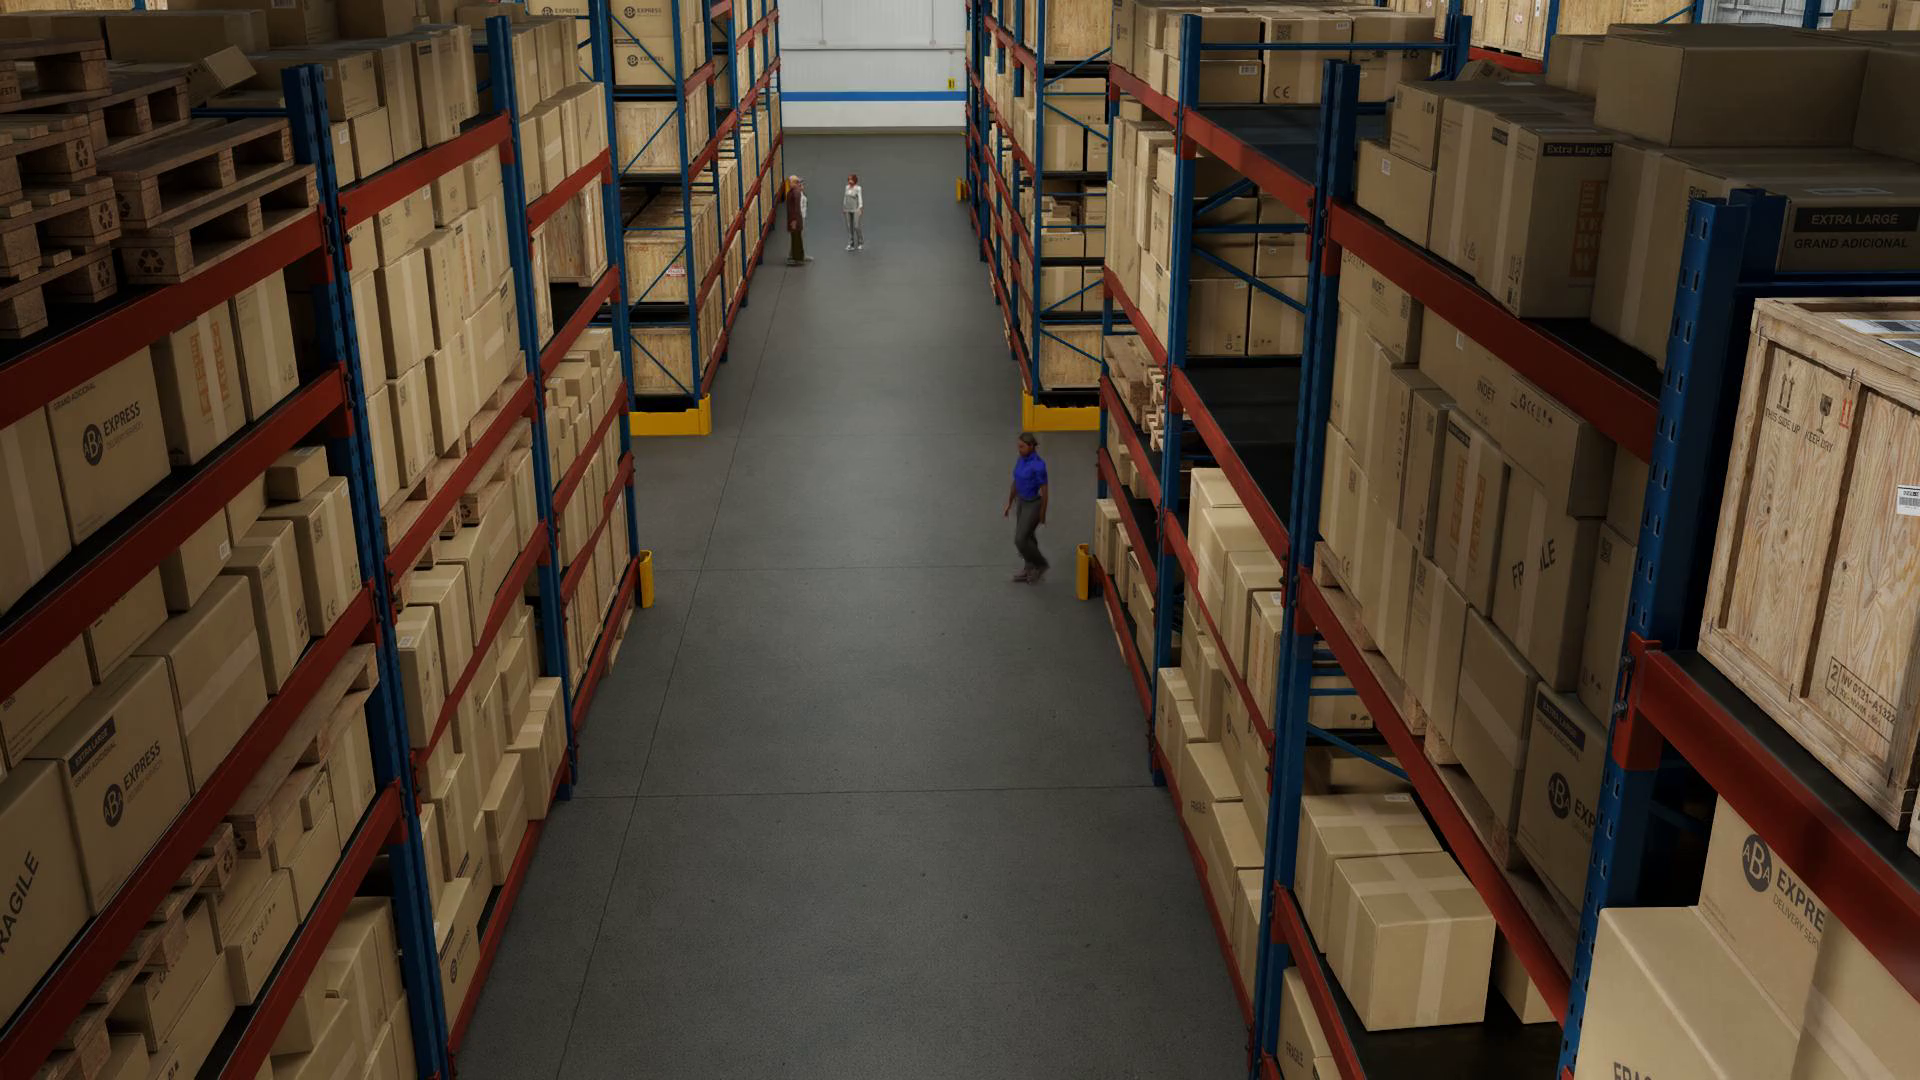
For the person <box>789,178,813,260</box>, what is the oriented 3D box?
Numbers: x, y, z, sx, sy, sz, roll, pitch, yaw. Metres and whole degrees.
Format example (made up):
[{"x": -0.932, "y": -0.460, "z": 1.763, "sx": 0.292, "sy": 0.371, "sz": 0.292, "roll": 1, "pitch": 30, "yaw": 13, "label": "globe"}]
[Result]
[{"x": -3.321, "y": -6.627, "z": 34.440, "sx": 0.537, "sy": 1.719, "sz": 0.522, "roll": 0, "pitch": 20, "yaw": 1, "label": "person"}]

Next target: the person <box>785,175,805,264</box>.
[{"x": -3.398, "y": -6.543, "z": 33.944, "sx": 0.397, "sy": 1.779, "sz": 0.594, "roll": -2, "pitch": 21, "yaw": -4, "label": "person"}]

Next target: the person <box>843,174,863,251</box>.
[{"x": -2.300, "y": -6.967, "z": 35.421, "sx": 0.436, "sy": 1.628, "sz": 0.369, "roll": 10, "pitch": 23, "yaw": 25, "label": "person"}]

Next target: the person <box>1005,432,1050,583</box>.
[{"x": 0.708, "y": -0.333, "z": 17.486, "sx": 0.439, "sy": 1.653, "sz": 0.492, "roll": -9, "pitch": 22, "yaw": -23, "label": "person"}]
